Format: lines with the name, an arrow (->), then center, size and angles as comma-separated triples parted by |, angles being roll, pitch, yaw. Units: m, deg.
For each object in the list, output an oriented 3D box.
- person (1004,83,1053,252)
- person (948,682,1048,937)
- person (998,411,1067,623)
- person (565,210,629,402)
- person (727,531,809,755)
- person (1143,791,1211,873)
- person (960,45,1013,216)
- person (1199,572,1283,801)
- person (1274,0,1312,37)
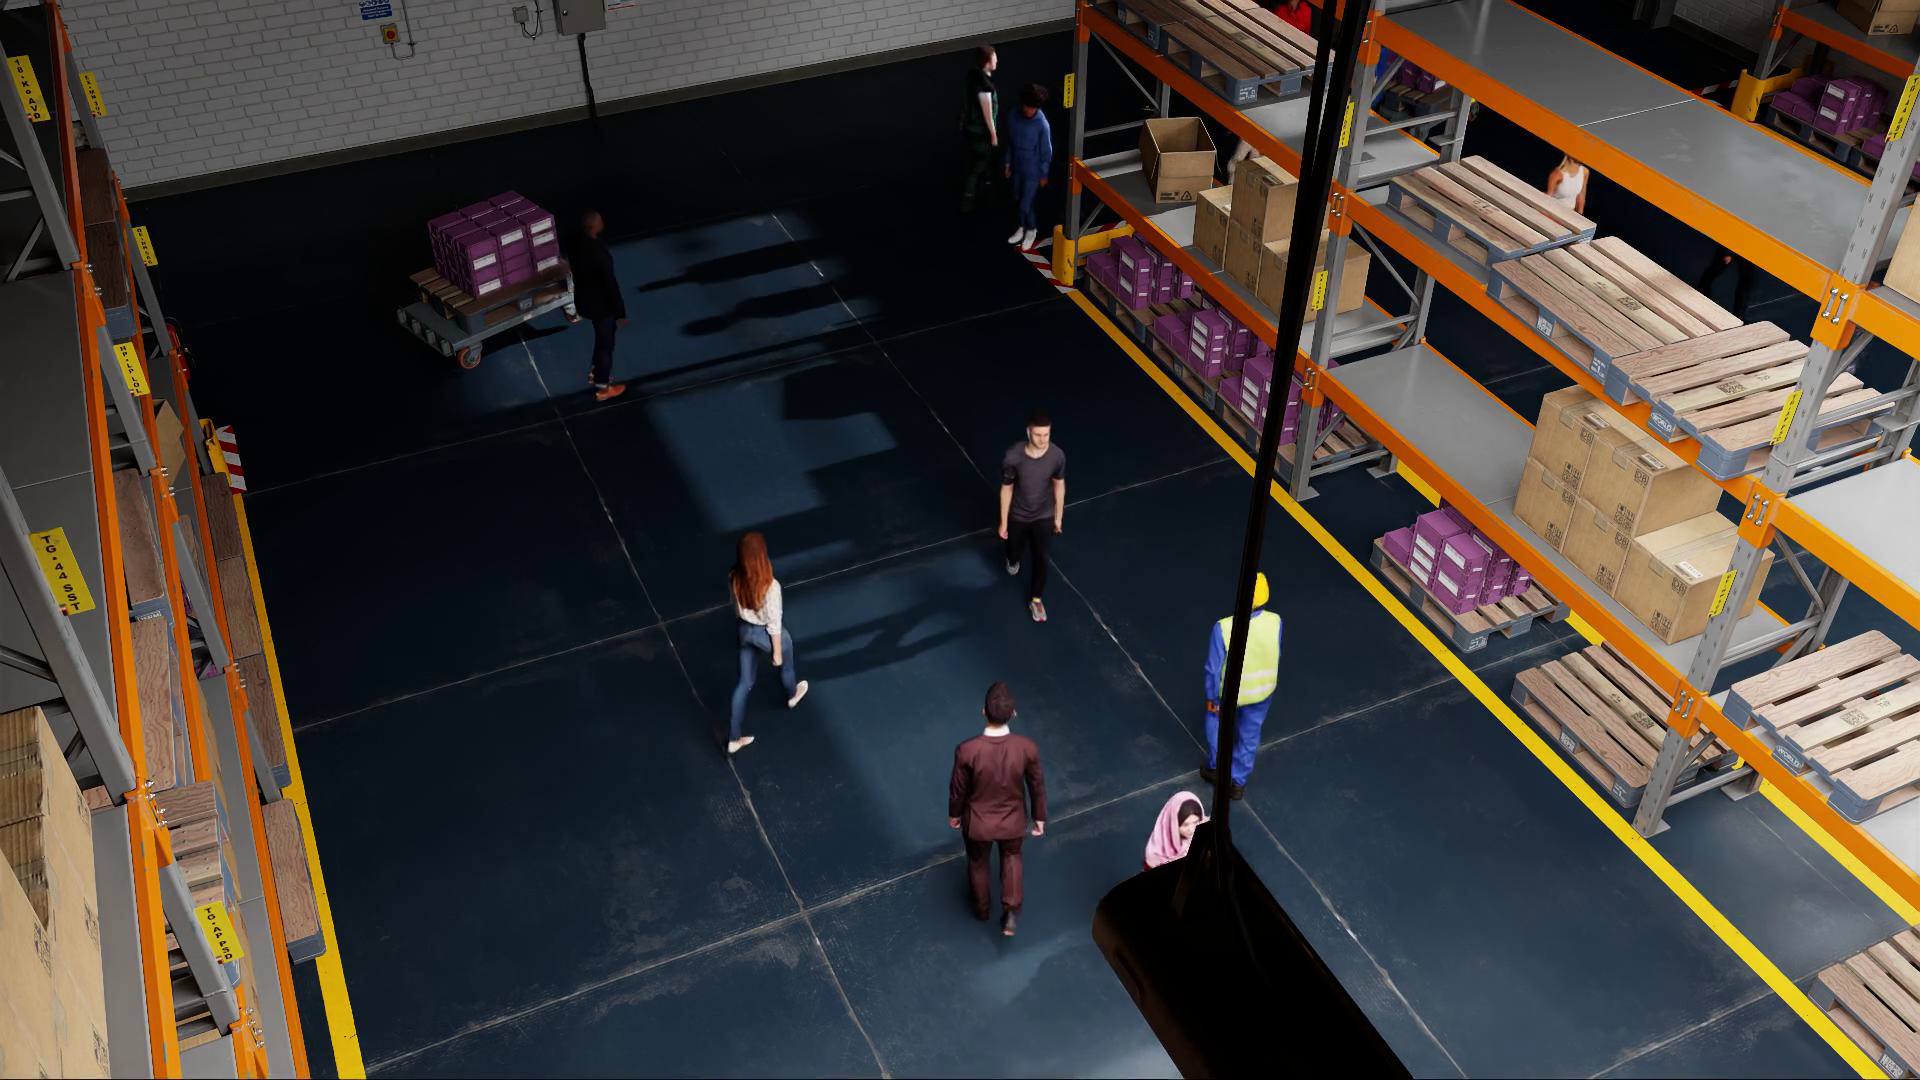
person -> 0.722, -3.752, 16.550 | 0.800, 1.785, 0.669 | -24, 45, -27
person -> 0.213, 1.667, 9.715 | 0.855, 1.849, 0.915 | -6, 39, -7
person -> 0.504, -0.237, 12.181 | 0.840, 1.746, 1.016 | -3, 39, -4
person -> -3.204, -1.987, 14.323 | 0.869, 1.807, 0.709 | -29, 47, -32
person -> -1.385, 0.694, 11.060 | 1.111, 1.691, 1.083 | 19, 42, 22
person -> 1.219, 1.964, 9.537 | 0.639, 1.606, 1.022 | -17, 42, -21
person -> 0.132, -4.176, 17.053 | 0.765, 1.821, 0.812 | -13, 40, -15
person -> 1.822, 0.988, 10.600 | 0.766, 1.804, 0.755 | -3, 39, -3
person -> 3.673, -5.507, 18.792 | 0.711, 1.729, 0.958 | -9, 39, -11
